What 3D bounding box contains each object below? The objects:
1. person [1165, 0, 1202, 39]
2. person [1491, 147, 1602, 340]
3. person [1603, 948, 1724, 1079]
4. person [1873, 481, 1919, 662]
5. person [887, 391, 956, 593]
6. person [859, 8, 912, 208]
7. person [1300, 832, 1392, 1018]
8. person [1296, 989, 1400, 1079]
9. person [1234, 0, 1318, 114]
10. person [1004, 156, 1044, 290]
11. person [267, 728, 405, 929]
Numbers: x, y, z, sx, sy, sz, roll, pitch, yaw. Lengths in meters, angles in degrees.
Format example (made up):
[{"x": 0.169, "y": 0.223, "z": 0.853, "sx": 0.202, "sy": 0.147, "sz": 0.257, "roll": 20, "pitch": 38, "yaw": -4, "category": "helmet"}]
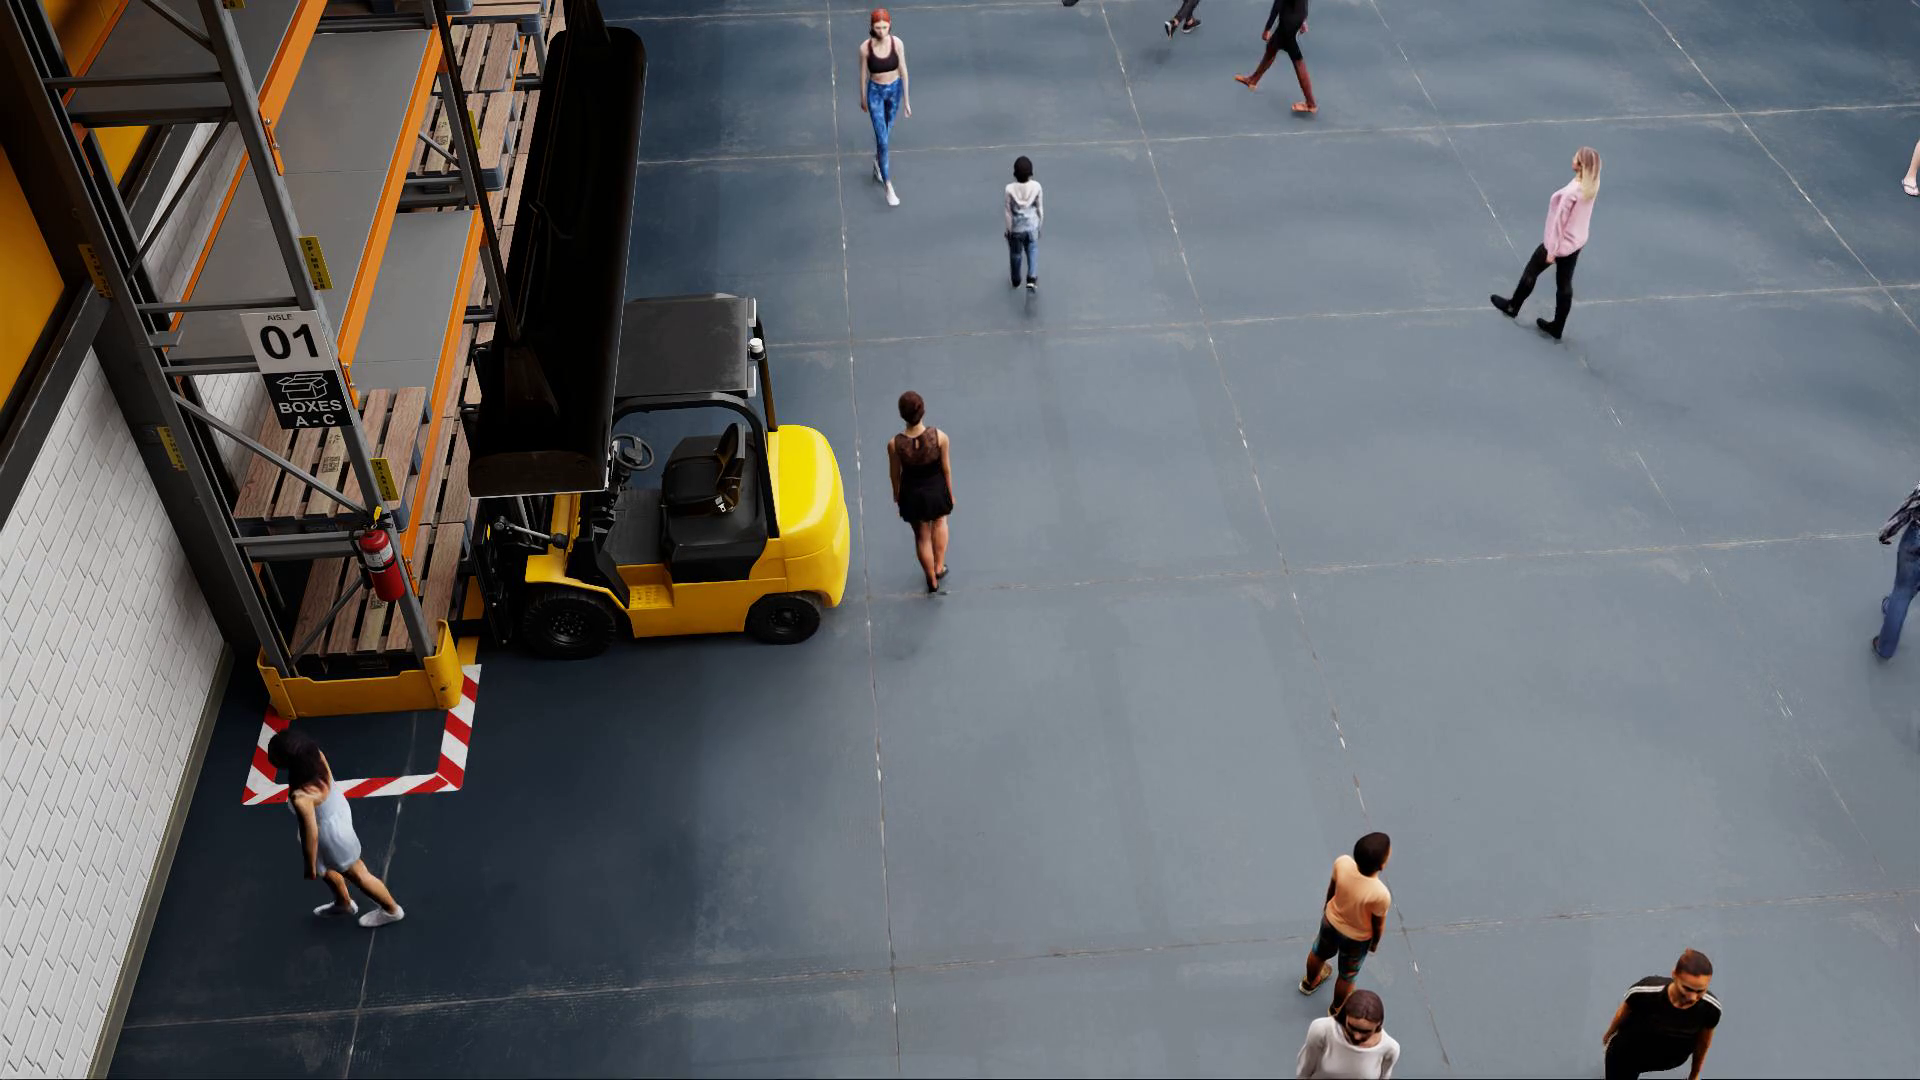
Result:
[{"x": 2.366, "y": -6.020, "z": 17.106, "sx": 1.069, "sy": 1.845, "sz": 1.140, "roll": 25, "pitch": 49, "yaw": 24, "category": "person"}, {"x": 4.922, "y": -2.345, "z": 13.381, "sx": 0.886, "sy": 1.662, "sz": 1.020, "roll": -26, "pitch": 49, "yaw": -25, "category": "person"}, {"x": 3.459, "y": 2.476, "z": 8.345, "sx": 0.849, "sy": 1.628, "sz": 1.179, "roll": 9, "pitch": 44, "yaw": 10, "category": "person"}, {"x": 6.255, "y": 0.119, "z": 10.716, "sx": 0.848, "sy": 1.772, "sz": 1.000, "roll": 10, "pitch": 45, "yaw": 11, "category": "person"}, {"x": -0.255, "y": -0.248, "z": 11.181, "sx": 0.597, "sy": 1.661, "sz": 0.565, "roll": -2, "pitch": 44, "yaw": -2, "category": "person"}, {"x": -0.706, "y": -3.998, "z": 15.055, "sx": 0.753, "sy": 1.747, "sz": 1.116, "roll": -15, "pitch": 46, "yaw": -15, "category": "person"}, {"x": 2.079, "y": 2.055, "z": 8.910, "sx": 0.651, "sy": 1.459, "sz": 0.576, "roll": -33, "pitch": 53, "yaw": -30, "category": "person"}, {"x": 1.827, "y": 2.685, "z": 8.082, "sx": 0.657, "sy": 1.688, "sz": 0.634, "roll": 8, "pitch": 44, "yaw": 9, "category": "person"}, {"x": 3.260, "y": -4.920, "z": 16.081, "sx": 1.196, "sy": 1.666, "sz": 1.185, "roll": 27, "pitch": 50, "yaw": 25, "category": "person"}, {"x": 0.528, "y": -2.614, "z": 13.960, "sx": 0.486, "sy": 1.253, "sz": 0.623, "roll": -5, "pitch": 44, "yaw": -5, "category": "person"}, {"x": -3.392, "y": 1.608, "z": 9.196, "sx": 0.717, "sy": 1.712, "sz": 0.706, "roll": -9, "pitch": 44, "yaw": -9, "category": "person"}]
